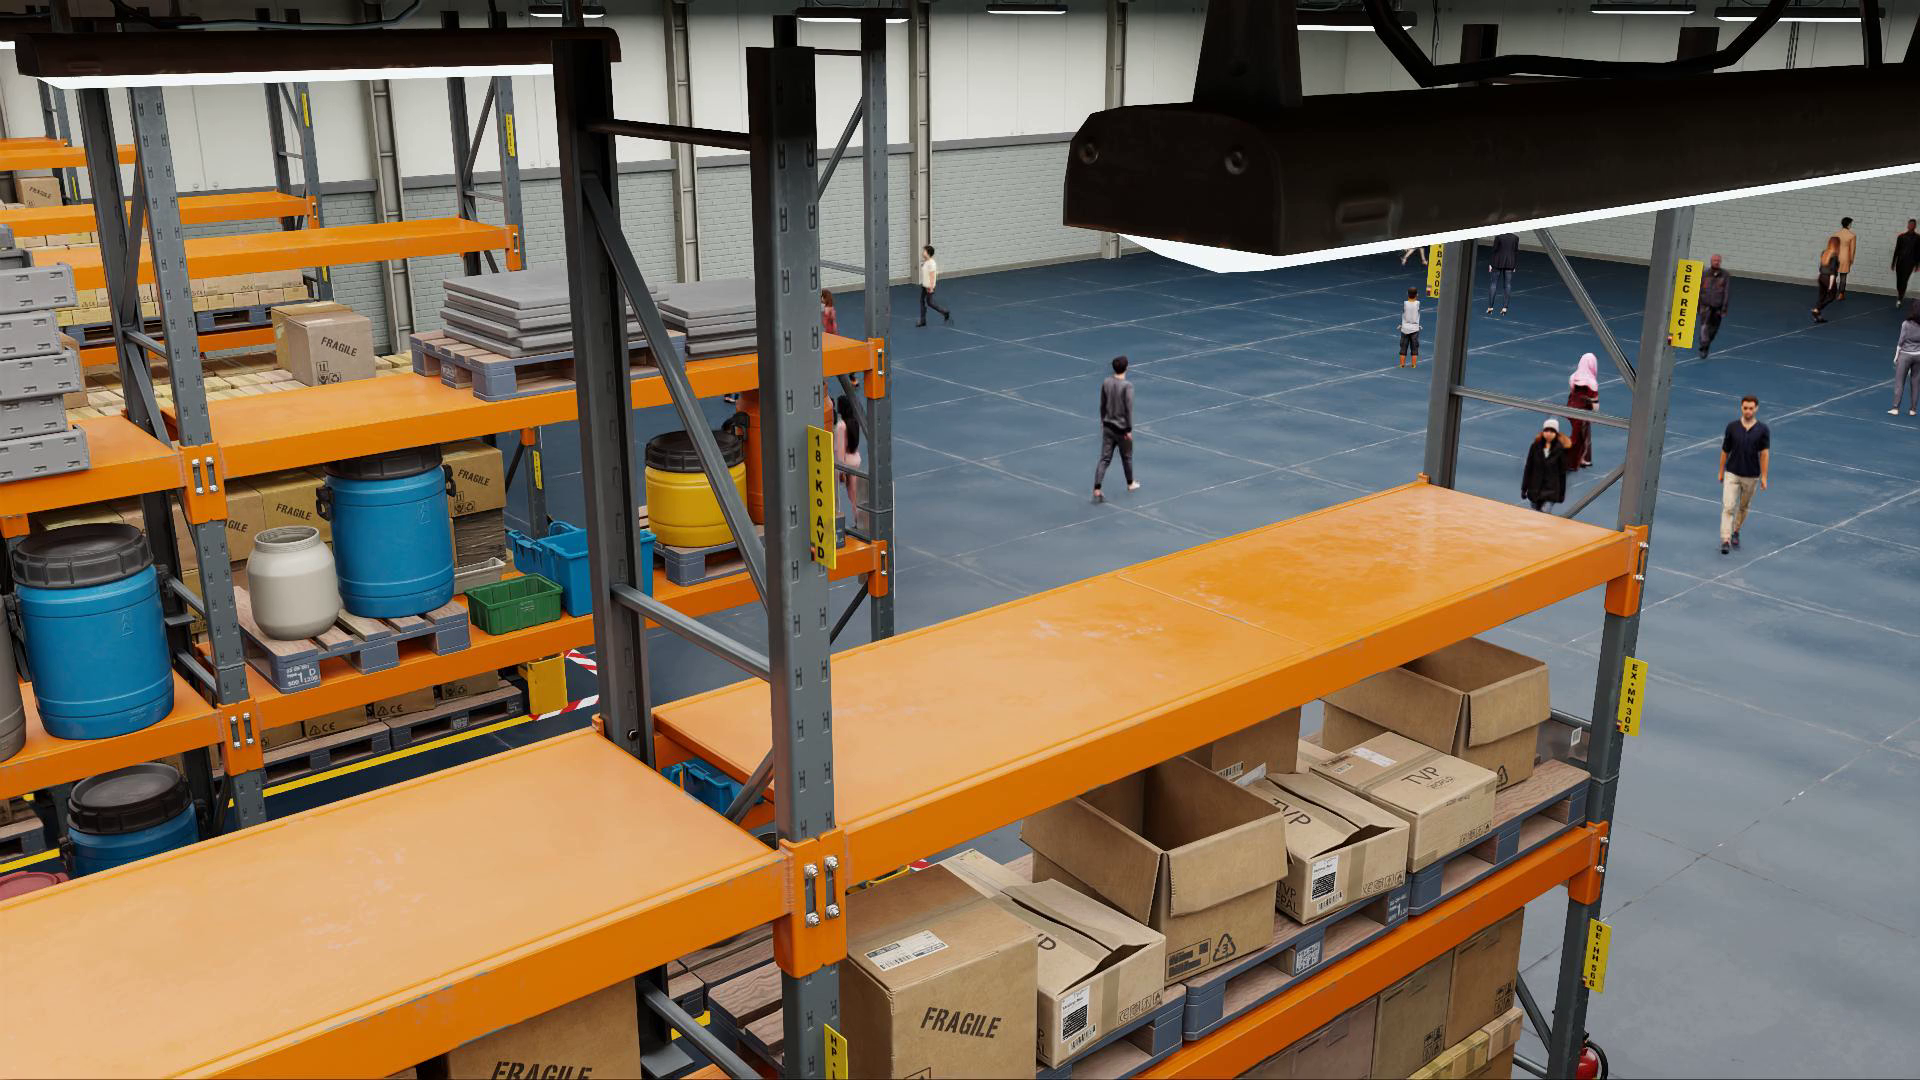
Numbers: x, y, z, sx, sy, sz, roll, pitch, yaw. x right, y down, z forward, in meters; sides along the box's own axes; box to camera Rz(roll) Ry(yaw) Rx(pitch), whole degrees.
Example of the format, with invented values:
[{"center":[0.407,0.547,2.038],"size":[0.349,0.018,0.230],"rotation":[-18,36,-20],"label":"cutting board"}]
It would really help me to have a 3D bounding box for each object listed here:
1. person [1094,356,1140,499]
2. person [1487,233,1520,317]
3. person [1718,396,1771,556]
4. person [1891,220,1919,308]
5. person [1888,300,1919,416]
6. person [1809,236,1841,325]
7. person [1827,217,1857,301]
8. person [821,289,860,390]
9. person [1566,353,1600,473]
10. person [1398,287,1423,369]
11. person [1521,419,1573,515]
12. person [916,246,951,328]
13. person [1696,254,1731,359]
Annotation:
[{"center":[1.928,-1.389,21.022],"size":[0.885,1.806,1.230],"rotation":[12,22,34],"label":"person"},{"center":[9.861,-4.999,30.306],"size":[0.823,1.783,0.788],"rotation":[2,18,7],"label":"person"},{"center":[8.967,-0.748,19.057],"size":[0.994,1.805,1.253],"rotation":[8,20,23],"label":"person"},{"center":[19.542,-5.706,34.354],"size":[0.844,1.760,1.290],"rotation":[12,22,33],"label":"person"},{"center":[14.506,-2.781,25.365],"size":[0.674,1.764,0.696],"rotation":[5,19,14],"label":"person"},{"center":[16.838,-5.064,32.477],"size":[0.835,1.702,0.764],"rotation":[-3,18,-9],"label":"person"},{"center":[18.649,-5.964,35.201],"size":[0.698,1.727,0.685],"rotation":[14,22,36],"label":"person"},{"center":[-1.993,-3.161,26.706],"size":[1.179,1.656,1.067],"rotation":[0,18,-1],"label":"person"},{"center":[8.237,-1.691,22.253],"size":[0.896,1.618,0.816],"rotation":[-3,18,-8],"label":"person"},{"center":[7.783,-3.709,28.712],"size":[0.645,1.456,0.677],"rotation":[4,19,13],"label":"person"},{"center":[6.638,-0.584,18.870],"size":[0.830,1.609,1.106],"rotation":[12,22,32],"label":"person"},{"center":[-0.545,-4.883,32.137],"size":[1.007,1.568,0.800],"rotation":[-6,19,-18],"label":"person"},{"center":[13.380,-4.180,29.601],"size":[1.066,1.802,1.260],"rotation":[6,19,18],"label":"person"}]
